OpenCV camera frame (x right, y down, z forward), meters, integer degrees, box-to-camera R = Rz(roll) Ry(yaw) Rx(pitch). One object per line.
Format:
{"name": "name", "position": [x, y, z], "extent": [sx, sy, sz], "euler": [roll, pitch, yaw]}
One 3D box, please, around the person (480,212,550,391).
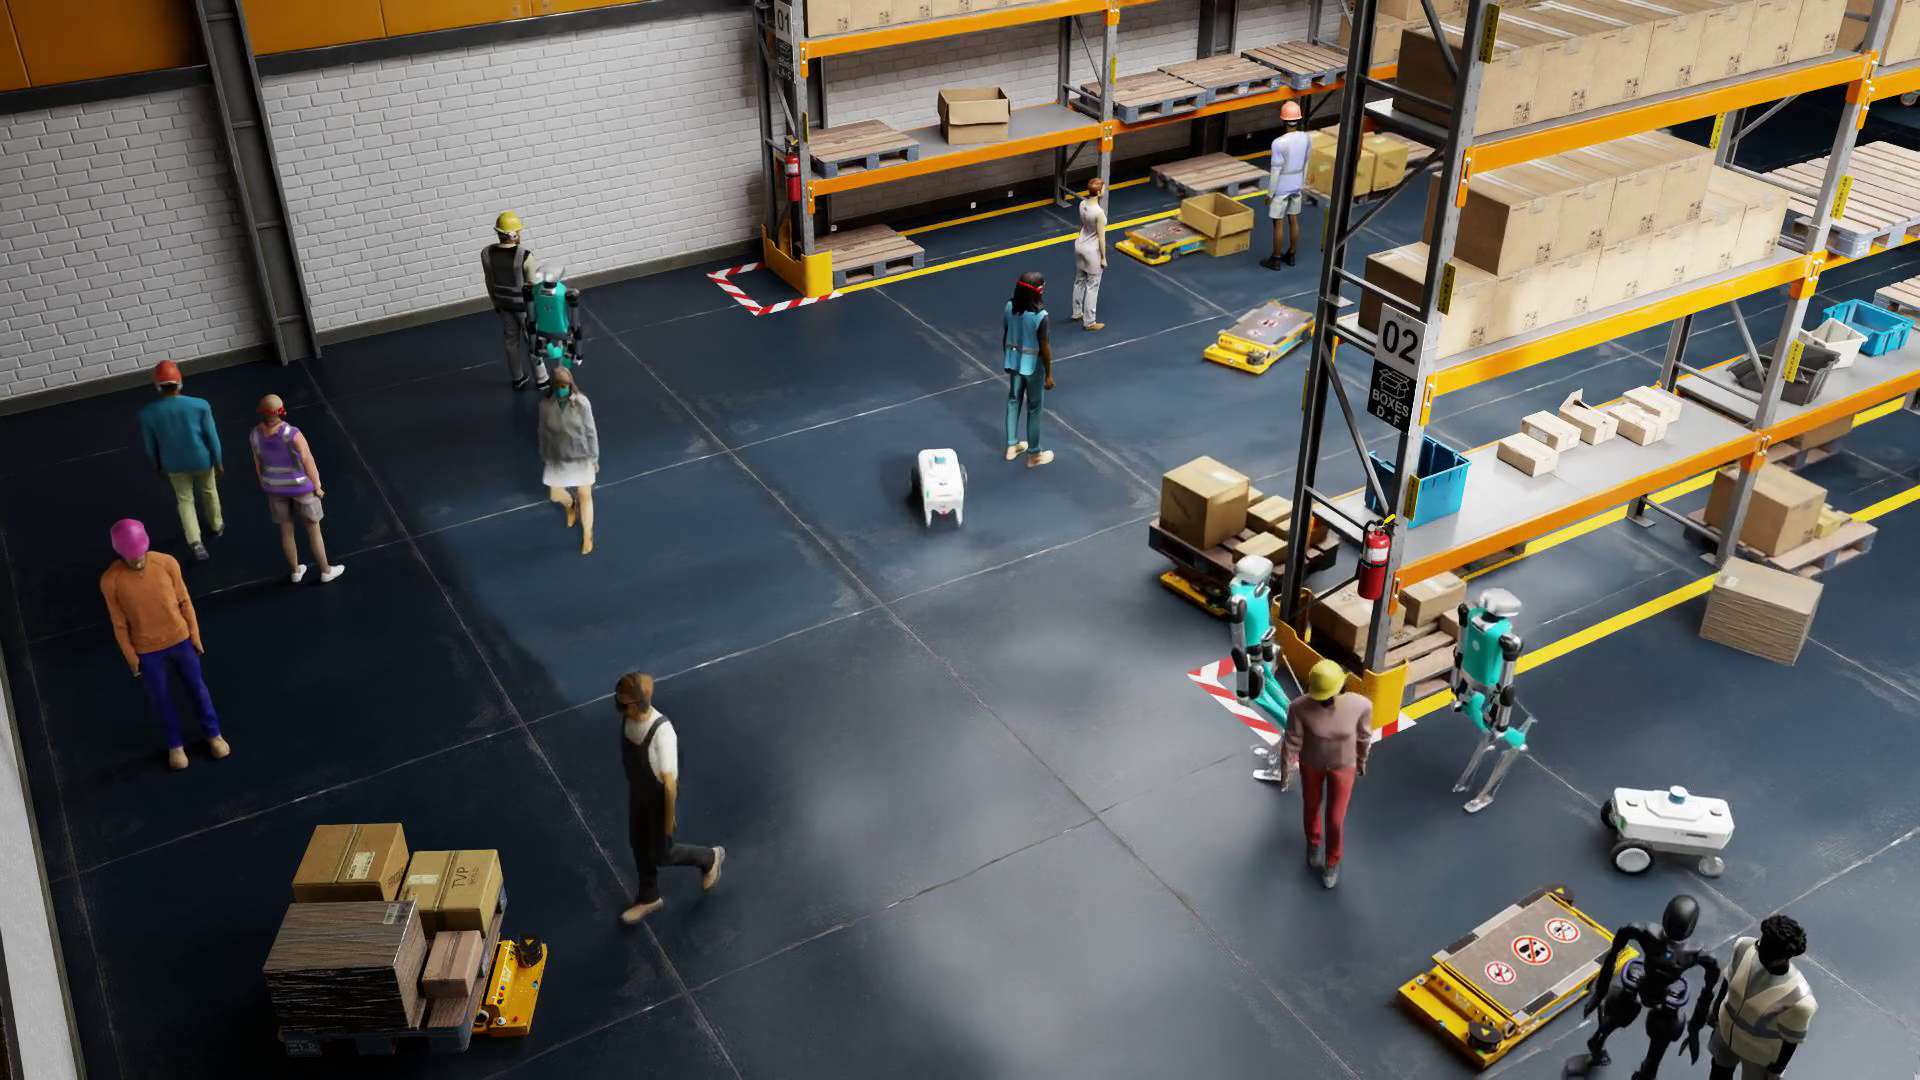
{"name": "person", "position": [-4.336, -2.338, 16.348], "extent": [0.586, 1.824, 0.404], "euler": [10, 33, 15]}

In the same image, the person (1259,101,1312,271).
{"name": "person", "position": [3.696, -4.022, 18.933], "extent": [0.545, 1.934, 0.372], "euler": [-18, 36, -26]}

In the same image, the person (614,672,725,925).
{"name": "person", "position": [-1.841, 1.544, 10.156], "extent": [0.631, 1.826, 0.517], "euler": [-26, 41, -35]}

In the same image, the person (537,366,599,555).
{"name": "person", "position": [-3.252, -0.696, 13.890], "extent": [0.503, 1.646, 0.518], "euler": [-2, 32, -3]}

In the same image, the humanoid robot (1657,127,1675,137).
{"name": "humanoid robot", "position": [7.822, -3.929, 19.025], "extent": [0.376, 1.634, 0.609], "euler": [20, 37, 28]}

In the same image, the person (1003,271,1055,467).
{"name": "person", "position": [0.604, -1.546, 15.046], "extent": [0.541, 1.865, 0.371], "euler": [25, 40, 34]}

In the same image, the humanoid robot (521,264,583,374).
{"name": "humanoid robot", "position": [-3.738, -1.841, 15.649], "extent": [0.577, 1.732, 1.045], "euler": [2, 32, 4]}

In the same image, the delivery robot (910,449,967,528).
{"name": "delivery robot", "position": [-0.174, -0.499, 14.616], "extent": [0.499, 0.601, 0.802], "euler": [-3, 32, -5]}

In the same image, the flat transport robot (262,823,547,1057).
{"name": "flat transport robot", "position": [-3.229, 2.651, 9.855], "extent": [1.431, 0.231, 0.659], "euler": [-1, 32, -2]}

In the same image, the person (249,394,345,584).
{"name": "person", "position": [-5.374, -0.398, 13.377], "extent": [0.481, 1.694, 0.347], "euler": [2, 32, 3]}

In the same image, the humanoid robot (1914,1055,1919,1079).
{"name": "humanoid robot", "position": [4.696, 3.106, 7.776], "extent": [0.807, 1.789, 0.535], "euler": [10, 34, 16]}

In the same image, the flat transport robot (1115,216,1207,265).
{"name": "flat transport robot", "position": [2.614, -3.611, 19.842], "extent": [1.431, 0.231, 0.659], "euler": [-20, 37, -29]}

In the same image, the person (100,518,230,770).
{"name": "person", "position": [-5.463, 0.697, 11.375], "extent": [0.511, 1.975, 0.406], "euler": [-20, 37, -29]}

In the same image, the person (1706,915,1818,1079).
{"name": "person", "position": [4.094, 2.585, 8.625], "extent": [0.320, 1.692, 0.535], "euler": [-11, 34, -17]}

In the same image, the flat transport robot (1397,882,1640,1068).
{"name": "flat transport robot", "position": [3.365, 2.577, 9.974], "extent": [1.431, 0.231, 0.659], "euler": [-21, 38, -29]}

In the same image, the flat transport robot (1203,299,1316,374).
{"name": "flat transport robot", "position": [3.216, -2.156, 17.522], "extent": [0.659, 0.231, 1.431], "euler": [22, 38, 31]}

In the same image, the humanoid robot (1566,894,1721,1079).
{"name": "humanoid robot", "position": [3.675, 2.447, 8.861], "extent": [0.607, 1.647, 0.462], "euler": [17, 36, 25]}

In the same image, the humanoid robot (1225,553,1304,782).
{"name": "humanoid robot", "position": [2.145, 0.942, 11.208], "extent": [0.787, 1.766, 0.556], "euler": [17, 36, 25]}

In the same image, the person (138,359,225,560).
{"name": "person", "position": [-6.410, -0.667, 13.776], "extent": [0.567, 1.725, 0.752], "euler": [-11, 34, -17]}

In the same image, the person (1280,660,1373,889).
{"name": "person", "position": [2.279, 1.427, 10.430], "extent": [0.542, 1.721, 0.562], "euler": [6, 33, 10]}

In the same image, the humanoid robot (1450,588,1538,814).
{"name": "humanoid robot", "position": [3.582, 1.059, 11.017], "extent": [0.710, 1.802, 0.539], "euler": [-14, 35, -21]}

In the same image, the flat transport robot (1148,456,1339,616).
{"name": "flat transport robot", "position": [2.394, 0.174, 13.806], "extent": [1.431, 0.231, 0.659], "euler": [-24, 39, -33]}

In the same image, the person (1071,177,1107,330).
{"name": "person", "position": [1.388, -3.038, 17.627], "extent": [0.283, 1.650, 0.433], "euler": [-20, 37, -28]}

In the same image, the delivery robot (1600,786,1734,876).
{"name": "delivery robot", "position": [4.592, 1.868, 10.850], "extent": [0.794, 0.609, 0.499], "euler": [6, 33, 9]}
